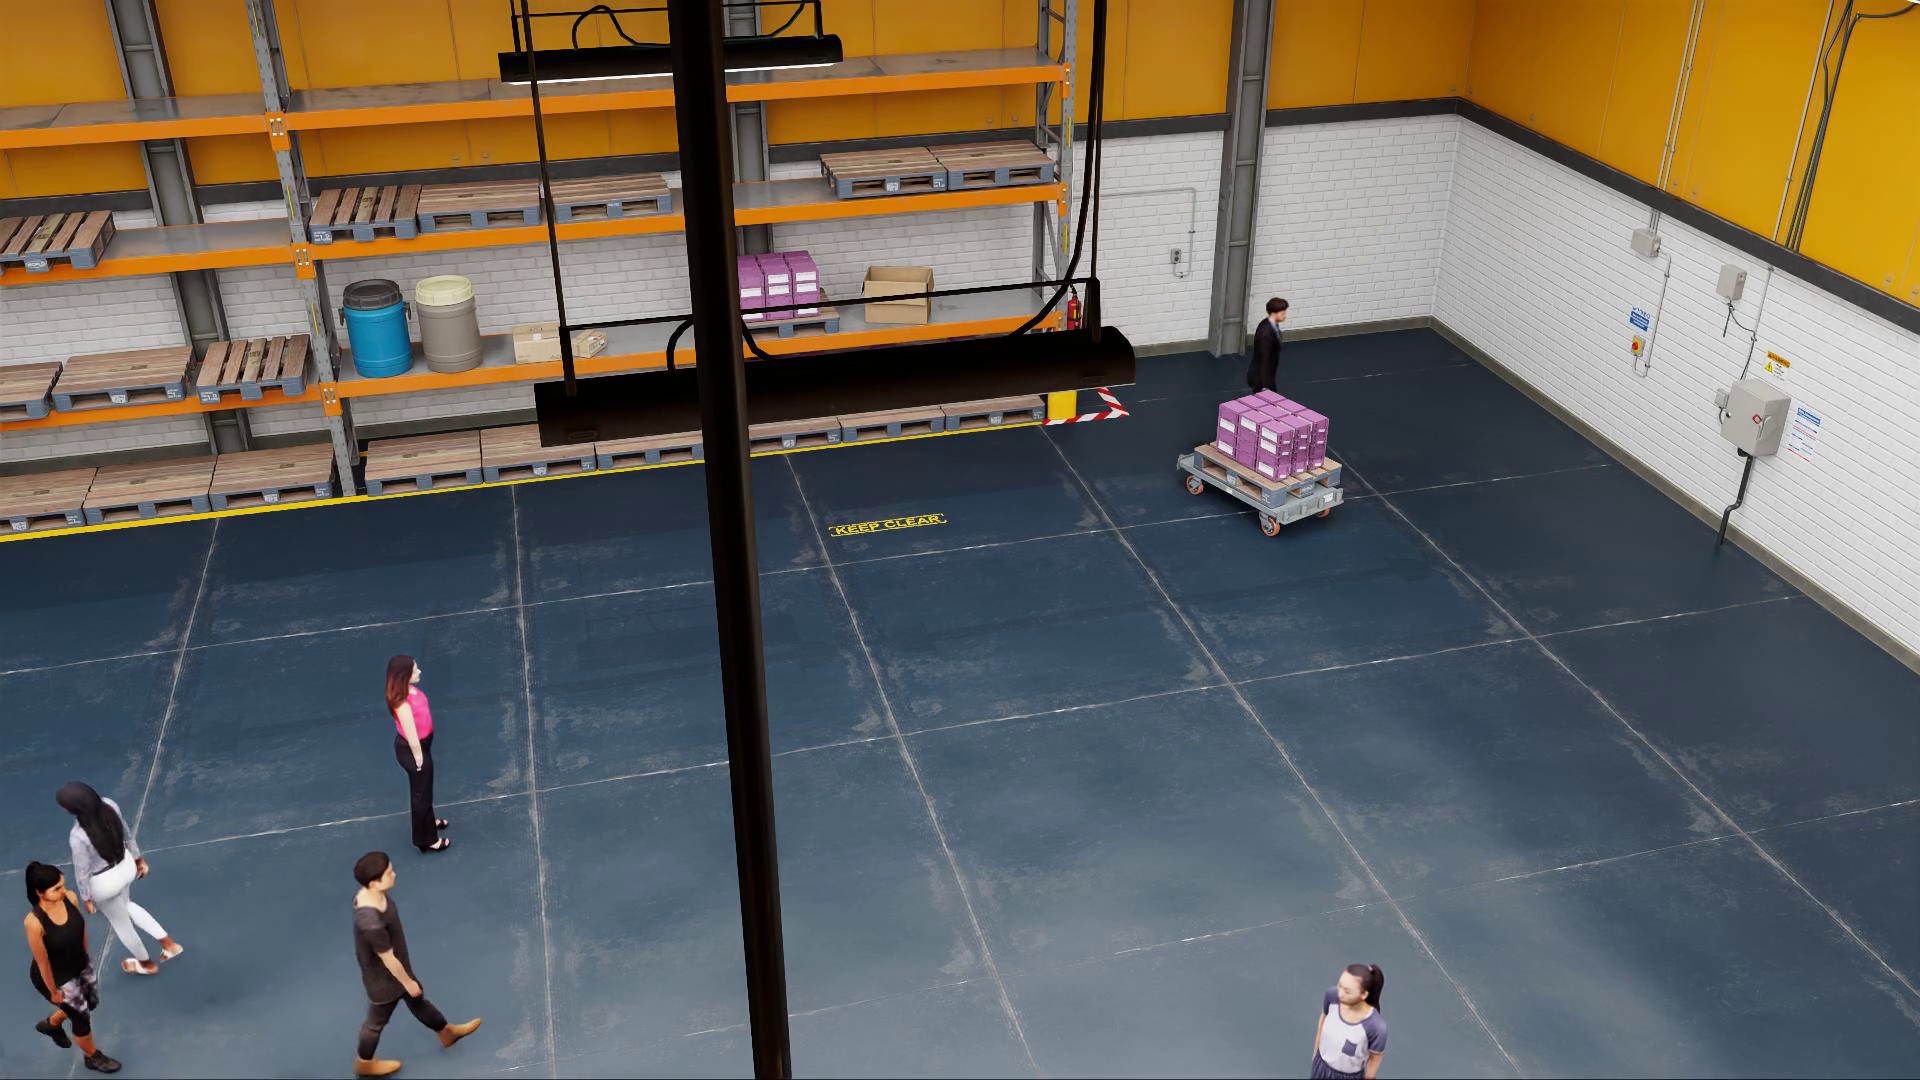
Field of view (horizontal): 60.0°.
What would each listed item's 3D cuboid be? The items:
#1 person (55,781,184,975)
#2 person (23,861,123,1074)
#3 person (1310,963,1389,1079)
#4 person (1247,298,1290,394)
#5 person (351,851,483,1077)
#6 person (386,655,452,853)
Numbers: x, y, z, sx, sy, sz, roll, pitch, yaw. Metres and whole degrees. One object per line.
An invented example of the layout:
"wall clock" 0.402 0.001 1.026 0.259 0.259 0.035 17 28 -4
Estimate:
"person" -5.540 2.289 11.020 0.869 1.699 0.806 8 30 14
"person" -5.675 2.673 10.367 0.905 1.649 0.779 5 29 10
"person" 2.207 3.090 9.602 0.648 1.651 0.663 -20 35 -32
"person" 3.269 -1.821 18.389 0.925 1.857 0.881 5 29 10
"person" -3.655 2.679 10.327 1.015 1.677 0.613 -7 29 -13
"person" -4.049 1.566 12.387 0.533 1.659 0.592 -10 30 -18
